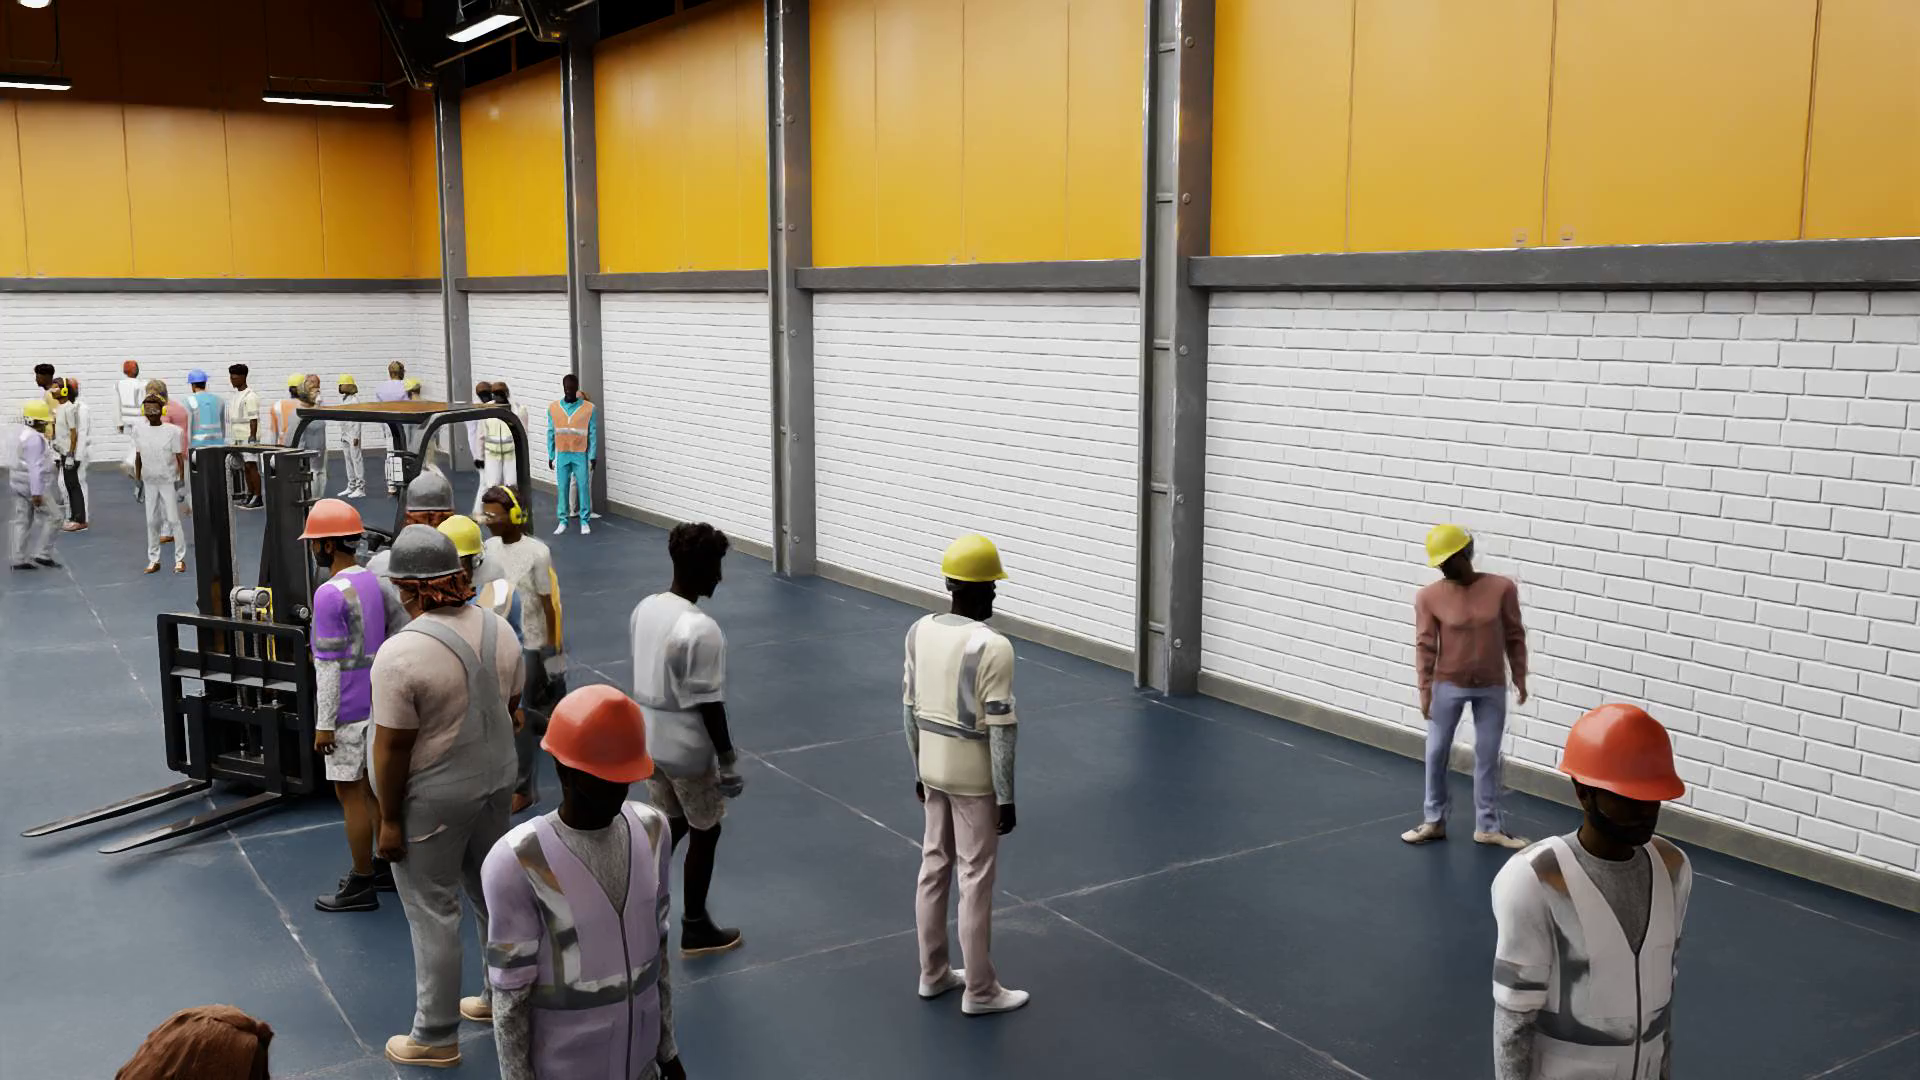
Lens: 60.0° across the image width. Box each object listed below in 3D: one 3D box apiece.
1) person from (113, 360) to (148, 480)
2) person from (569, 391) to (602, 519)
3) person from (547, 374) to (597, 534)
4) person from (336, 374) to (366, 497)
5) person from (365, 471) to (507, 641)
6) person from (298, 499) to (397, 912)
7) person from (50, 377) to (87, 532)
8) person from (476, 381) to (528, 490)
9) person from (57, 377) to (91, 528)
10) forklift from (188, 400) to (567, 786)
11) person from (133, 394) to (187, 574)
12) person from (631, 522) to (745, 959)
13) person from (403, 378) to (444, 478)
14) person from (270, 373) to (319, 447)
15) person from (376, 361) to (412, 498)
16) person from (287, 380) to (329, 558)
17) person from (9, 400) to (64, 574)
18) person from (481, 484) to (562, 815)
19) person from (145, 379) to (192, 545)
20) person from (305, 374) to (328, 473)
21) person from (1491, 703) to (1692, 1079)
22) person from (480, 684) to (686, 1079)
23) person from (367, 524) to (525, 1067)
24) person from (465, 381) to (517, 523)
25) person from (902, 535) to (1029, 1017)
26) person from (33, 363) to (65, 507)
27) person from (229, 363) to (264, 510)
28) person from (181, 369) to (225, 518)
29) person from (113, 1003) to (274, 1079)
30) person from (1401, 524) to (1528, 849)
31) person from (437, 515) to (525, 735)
[{"bbox_3d":[-12.633,-1.816,25.407,0.595,1.872,0.641,2,9,12],"label":"person"},{"bbox_3d":[-4.838,-1.084,21.261,0.525,1.637,0.307,6,10,36],"label":"person"},{"bbox_3d":[-4.641,-1.026,19.921,0.593,1.921,0.388,0,8,-3],"label":"person"},{"bbox_3d":[-8.644,-1.474,23.535,0.295,1.743,0.492,-8,12,-44],"label":"person"},{"bbox_3d":[-2.569,0.662,8.144,0.681,2.000,0.535,-5,10,-29],"label":"person"},{"bbox_3d":[-2.875,0.769,7.798,0.383,1.933,0.542,1,8,4],"label":"person"},{"bbox_3d":[-10.830,-1.038,20.161,0.328,1.876,0.514,-6,11,-37],"label":"person"},{"bbox_3d":[-5.574,-1.031,20.299,0.627,1.824,0.476,-1,9,-9],"label":"person"},{"bbox_3d":[-10.837,-1.053,20.322,0.596,1.876,0.402,6,10,33],"label":"person"},{"bbox_3d":[-3.529,0.258,10.348,1.214,2.155,2.313,4,9,25],"label":"forklift"},{"bbox_3d":[-8.214,-0.571,17.090,0.509,1.858,0.342,0,8,-2],"label":"person"},{"bbox_3d":[-1.191,0.867,7.092,0.535,1.933,0.675,-8,11,-42],"label":"person"},{"bbox_3d":[-7.264,-1.330,22.555,0.580,1.729,0.576,7,11,39],"label":"person"},{"bbox_3d":[-8.089,-1.080,20.297,0.619,1.910,0.526,-2,9,-15],"label":"person"},{"bbox_3d":[-7.874,-1.542,23.341,0.631,1.940,0.372,3,9,22],"label":"person"},{"bbox_3d":[-7.065,-0.768,18.119,0.370,1.940,0.630,0,8,1],"label":"person"},{"bbox_3d":[-9.506,-0.543,17.100,0.680,1.785,0.586,8,11,43],"label":"person"},{"bbox_3d":[-2.417,0.584,9.362,0.564,1.839,0.724,5,10,31],"label":"person"},{"bbox_3d":[-8.928,-0.880,18.965,0.800,1.916,0.541,5,10,30],"label":"person"},{"bbox_3d":[-9.924,-1.735,25.638,0.315,1.641,0.514,-1,9,-8],"label":"person"},{"bbox_3d":[1.517,1.331,3.975,0.547,1.939,0.376,-3,9,-22],"label":"person"},{"bbox_3d":[-0.906,1.305,4.179,0.365,1.932,0.543,7,11,38],"label":"person"},{"bbox_3d":[-1.980,0.934,6.309,0.536,2.000,0.684,4,9,25],"label":"person"},{"bbox_3d":[-5.825,-1.080,20.715,0.539,1.803,0.662,8,12,44],"label":"person"},{"bbox_3d":[0.021,0.934,6.686,0.388,1.927,0.589,-8,11,-42],"label":"person"},{"bbox_3d":[-12.241,-1.417,22.477,0.396,1.953,0.619,-5,10,-30],"label":"person"},{"bbox_3d":[-9.531,-1.380,22.197,0.374,1.958,0.607,-7,11,-41],"label":"person"},{"bbox_3d":[-9.697,-1.217,21.228,0.864,1.910,0.653,6,10,34],"label":"person"},{"bbox_3d":[-1.347,1.625,3.016,0.284,1.633,0.498,-1,9,-9],"label":"person"},{"bbox_3d":[2.656,0.766,8.544,0.646,1.718,0.324,1,8,5],"label":"person"},{"bbox_3d":[-2.396,0.782,8.046,0.591,1.829,0.404,-3,9,-20],"label":"person"}]
